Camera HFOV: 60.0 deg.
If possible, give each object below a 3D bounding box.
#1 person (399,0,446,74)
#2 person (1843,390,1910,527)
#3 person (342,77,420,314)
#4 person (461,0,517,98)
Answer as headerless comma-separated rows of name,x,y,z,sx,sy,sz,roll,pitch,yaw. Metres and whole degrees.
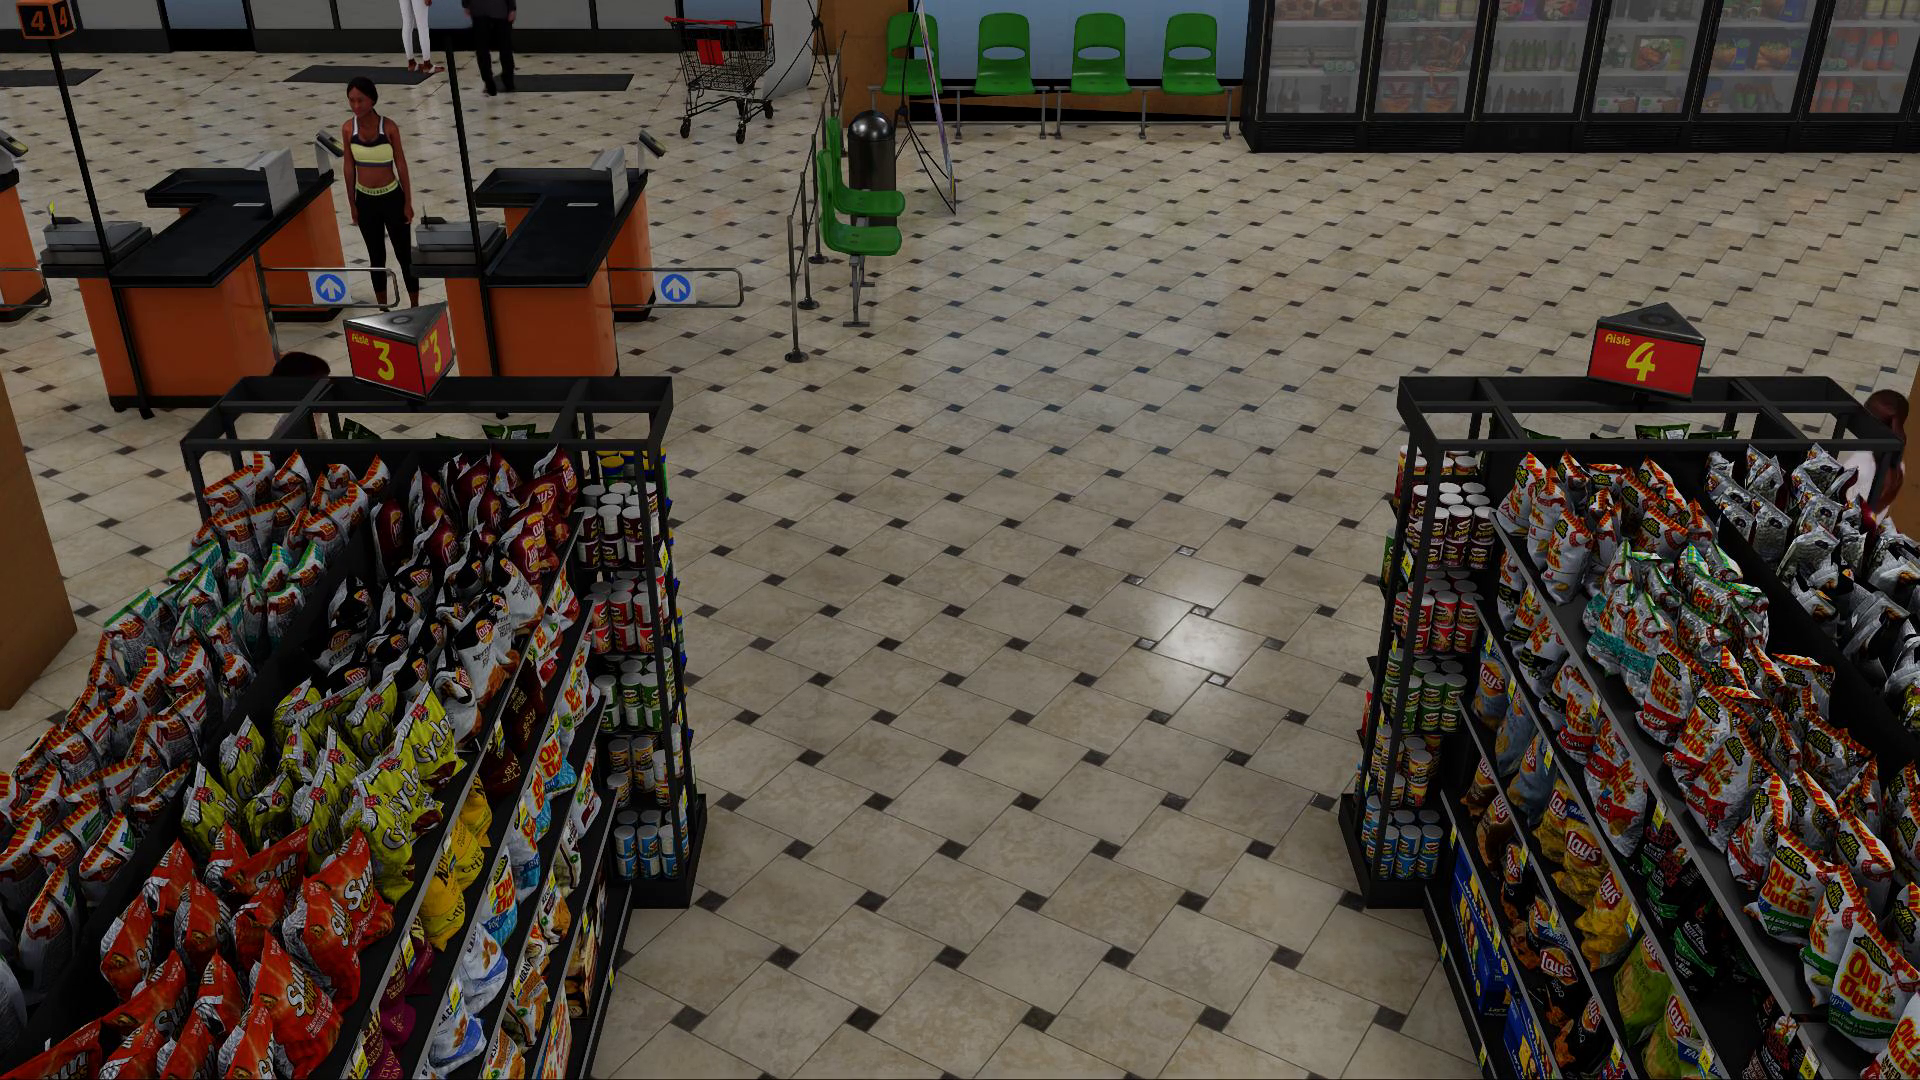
person,-6.039,-6.037,18.307,0.669,1.724,0.661,15,32,25
person,3.887,0.131,7.212,0.710,1.530,0.807,-12,31,-21
person,-3.971,-2.304,11.439,0.583,1.753,0.525,-3,29,-5
person,-4.906,-5.530,17.275,0.853,1.822,1.125,-5,29,-9
